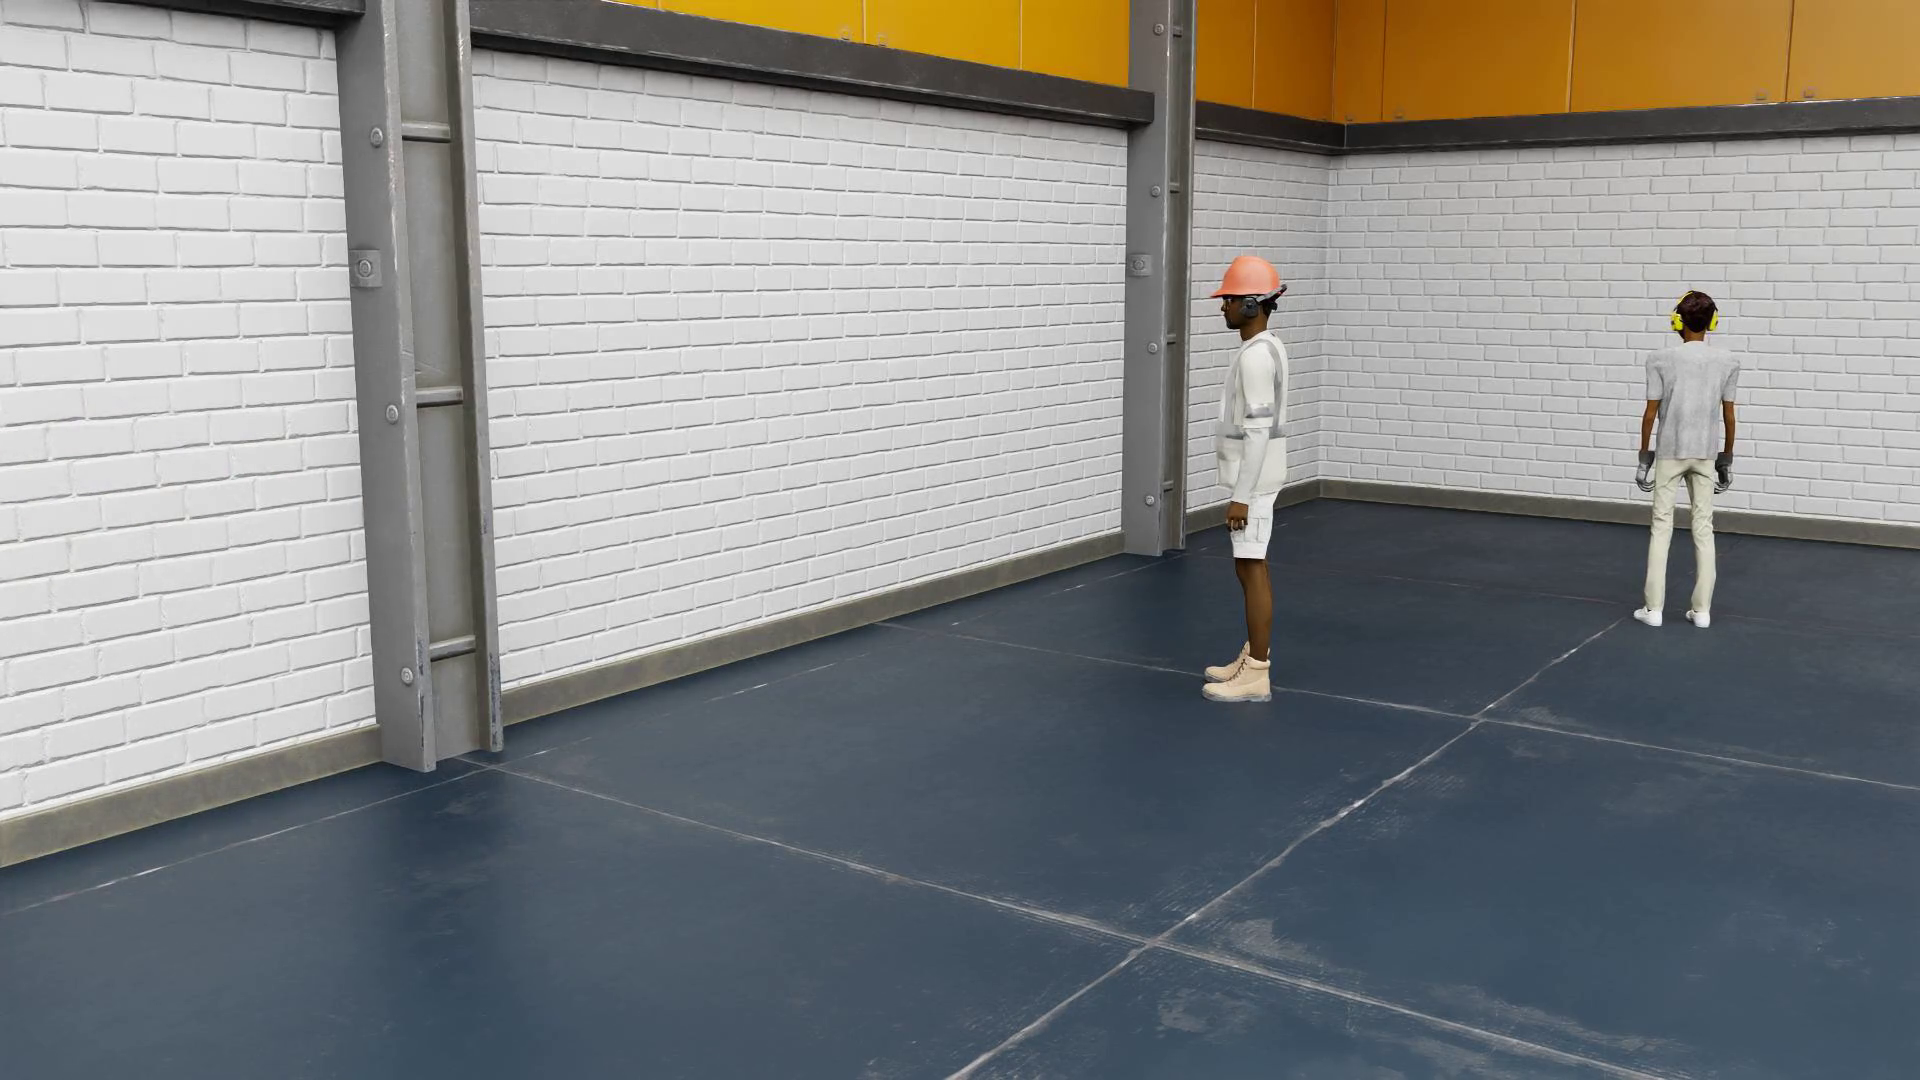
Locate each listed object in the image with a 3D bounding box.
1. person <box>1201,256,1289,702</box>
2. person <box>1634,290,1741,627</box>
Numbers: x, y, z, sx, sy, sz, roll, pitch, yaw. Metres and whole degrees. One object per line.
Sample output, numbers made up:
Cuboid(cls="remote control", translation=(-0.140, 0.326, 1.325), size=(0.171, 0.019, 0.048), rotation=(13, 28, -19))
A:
Cuboid(cls="person", translation=(1.315, -0.274, 7.666), size=(0.371, 2.044, 0.608), rotation=(2, 10, 12))
Cuboid(cls="person", translation=(4.017, -0.441, 9.208), size=(0.516, 1.861, 0.317), rotation=(1, 10, 9))
